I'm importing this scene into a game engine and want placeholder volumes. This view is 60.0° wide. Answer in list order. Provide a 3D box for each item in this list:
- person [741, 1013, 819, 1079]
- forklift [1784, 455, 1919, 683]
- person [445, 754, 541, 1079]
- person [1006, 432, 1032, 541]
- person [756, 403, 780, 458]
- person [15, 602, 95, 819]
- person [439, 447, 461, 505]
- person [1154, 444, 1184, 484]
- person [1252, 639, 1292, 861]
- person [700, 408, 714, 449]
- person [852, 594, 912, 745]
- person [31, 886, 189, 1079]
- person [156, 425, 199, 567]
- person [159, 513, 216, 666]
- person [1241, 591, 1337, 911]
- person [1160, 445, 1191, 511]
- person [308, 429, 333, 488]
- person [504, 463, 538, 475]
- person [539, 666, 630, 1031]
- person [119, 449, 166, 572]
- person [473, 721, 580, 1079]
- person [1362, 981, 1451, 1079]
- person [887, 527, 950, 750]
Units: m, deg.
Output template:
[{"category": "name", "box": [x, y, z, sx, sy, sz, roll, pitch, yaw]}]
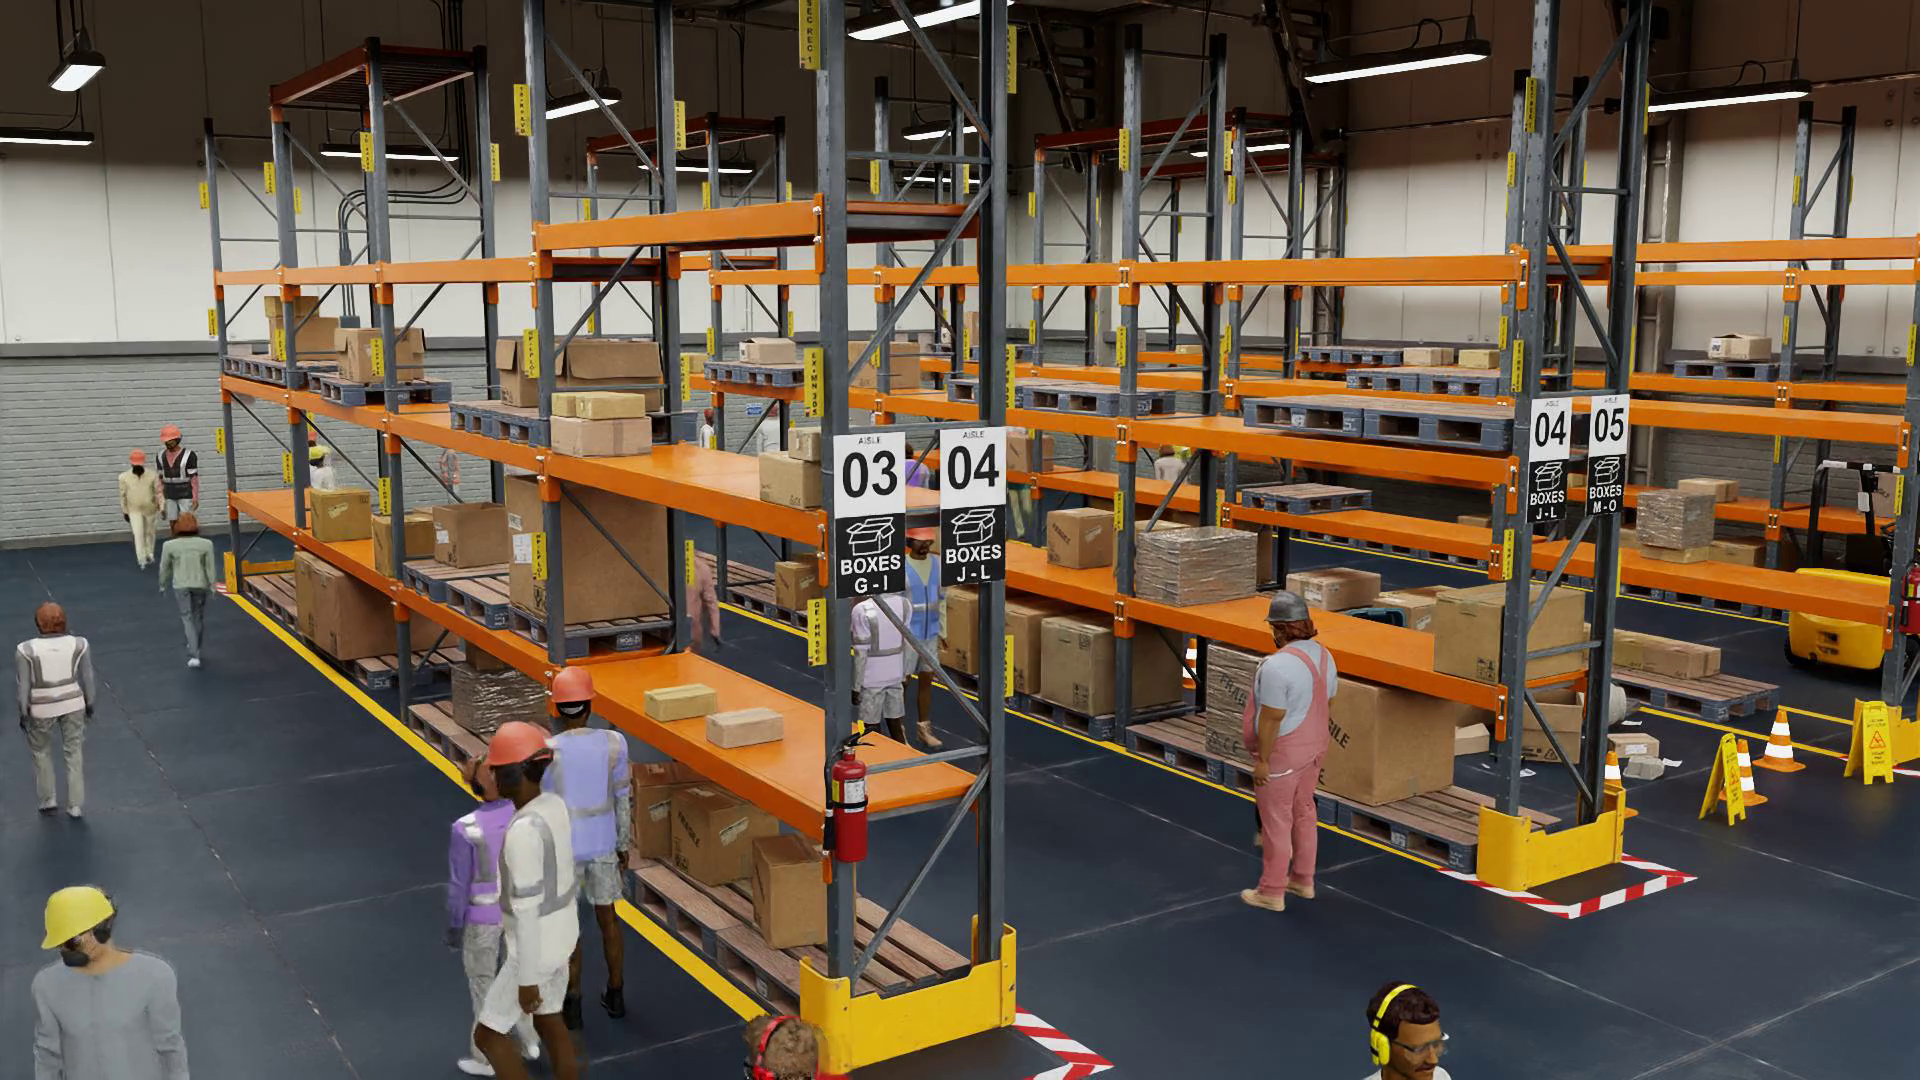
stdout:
[{"category": "person", "box": [-0.466, 2.284, 4.872, 0.447, 1.823, 0.559, 5, 10, 32]}, {"category": "forklift", "box": [9.643, 0.253, 17.172, 2.313, 2.155, 1.214, -6, 10, -33]}, {"category": "person", "box": [-2.303, 1.873, 8.285, 0.315, 1.642, 0.551, 7, 11, 39]}, {"category": "person", "box": [0.929, -0.850, 26.112, 0.605, 1.708, 0.587, 4, 10, 26]}, {"category": "person", "box": [-3.321, -1.482, 29.663, 0.642, 1.913, 0.409, -3, 9, -19]}, {"category": "person", "box": [-6.734, 1.257, 12.379, 0.538, 1.619, 0.568, -7, 11, -40]}, {"category": "person", "box": [-8.187, -0.899, 26.716, 0.316, 1.629, 0.509, -4, 9, -25]}, {"category": "person", "box": [3.257, -0.724, 25.735, 0.516, 1.579, 0.726, -2, 9, -16]}, {"category": "person", "box": [2.215, 1.365, 11.448, 0.320, 1.684, 0.541, -3, 9, -17]}, {"category": "person", "box": [-4.349, -1.349, 28.861, 0.337, 1.882, 0.585, -2, 9, -11]}, {"category": "person", "box": [-0.624, 1.049, 12.722, 0.547, 1.938, 0.359, -8, 12, -43]}, {"category": "person", "box": [-3.216, 2.105, 6.365, 0.543, 1.729, 0.698, -2, 9, -11]}, {"category": "person", "box": [-11.068, -0.614, 23.506, 0.619, 2.029, 0.410, 1, 9, 8]}, {"category": "person", "box": [-8.109, 0.508, 17.481, 0.515, 1.587, 0.875, -7, 11, -37]}, {"category": "person", "box": [2.066, 1.314, 10.615, 0.535, 2.000, 0.684, 8, 12, 43]}, {"category": "person", "box": [3.577, -1.068, 27.612, 0.541, 1.697, 0.316, 1, 9, 7]}, {"category": "person", "box": [-10.335, -0.936, 26.604, 0.573, 1.738, 0.355, -4, 9, -22]}, {"category": "person", "box": [-6.117, -0.507, 23.390, 0.594, 1.886, 0.865, -3, 9, -18]}, {"category": "person", "box": [-2.031, 1.629, 8.869, 0.551, 1.932, 0.368, -6, 10, -33]}, {"category": "person", "box": [-11.538, -0.450, 23.486, 0.564, 1.708, 0.902, -4, 9, -26]}, {"category": "person", "box": [-1.925, 1.809, 7.421, 0.565, 2.009, 0.626, 0, 9, 3]}, {"category": "person", "box": [1.323, 2.235, 5.050, 0.515, 1.872, 0.328, -6, 11, -36]}, {"category": "person", "box": [-0.343, 0.791, 14.086, 0.610, 2.042, 0.396, -5, 10, -32]}]
